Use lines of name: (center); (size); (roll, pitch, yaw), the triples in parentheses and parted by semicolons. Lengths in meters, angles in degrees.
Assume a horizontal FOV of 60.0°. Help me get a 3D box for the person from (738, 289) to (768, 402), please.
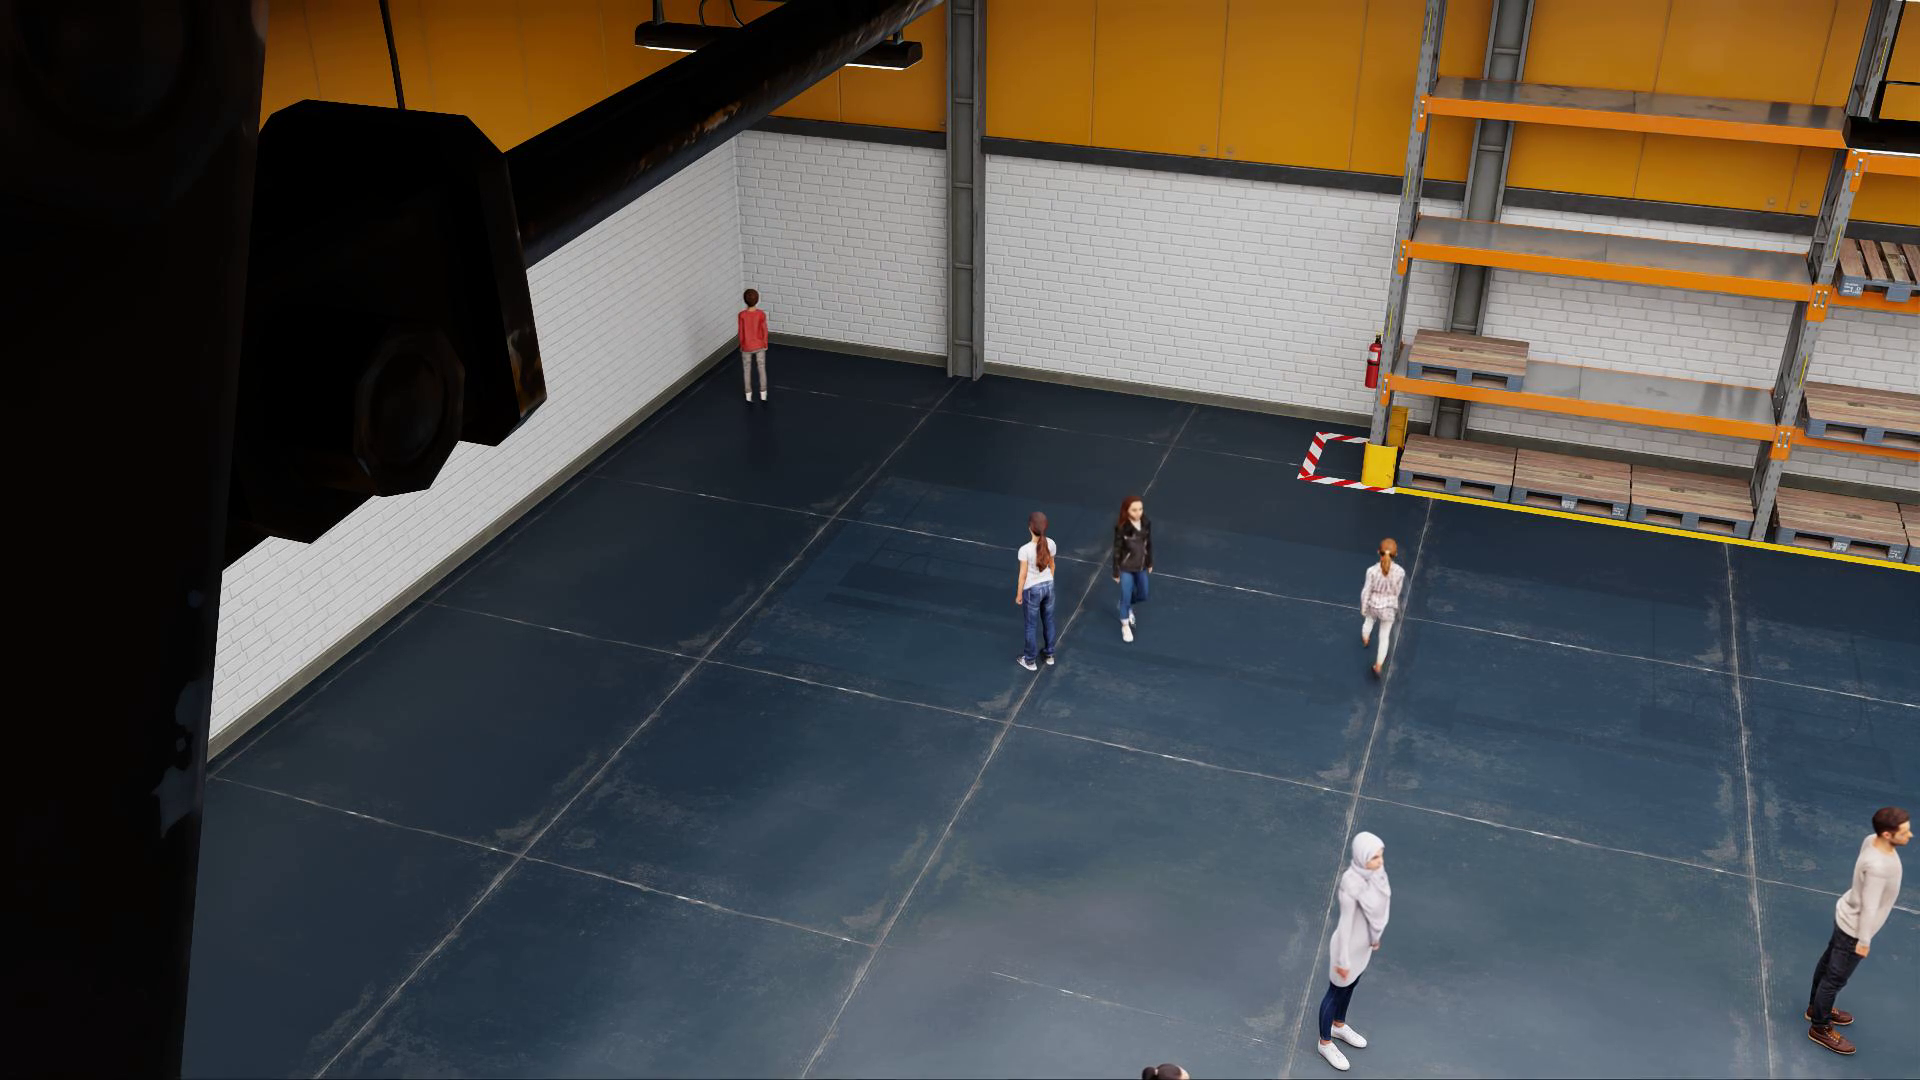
person: (-2.536, -2.389, 20.330); (0.550, 1.415, 0.639); (-6, 29, -12)

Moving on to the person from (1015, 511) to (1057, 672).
person: (0.704, 0.443, 14.986); (0.633, 1.562, 0.694); (-12, 31, -21)

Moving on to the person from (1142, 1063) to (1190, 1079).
person: (1.115, 3.535, 9.225); (0.679, 1.650, 0.673); (-4, 29, -8)

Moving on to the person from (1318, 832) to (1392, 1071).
person: (2.540, 2.620, 10.772); (0.666, 1.775, 0.683); (25, 37, 37)

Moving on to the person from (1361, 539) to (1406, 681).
person: (3.800, 0.639, 14.936); (0.942, 1.264, 0.690); (4, 29, 6)

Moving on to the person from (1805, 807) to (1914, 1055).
person: (5.867, 2.502, 10.892); (0.605, 1.868, 0.677); (14, 31, 24)

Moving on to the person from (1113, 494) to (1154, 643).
person: (1.572, 0.213, 15.499); (0.727, 1.474, 0.786); (-14, 31, -23)
